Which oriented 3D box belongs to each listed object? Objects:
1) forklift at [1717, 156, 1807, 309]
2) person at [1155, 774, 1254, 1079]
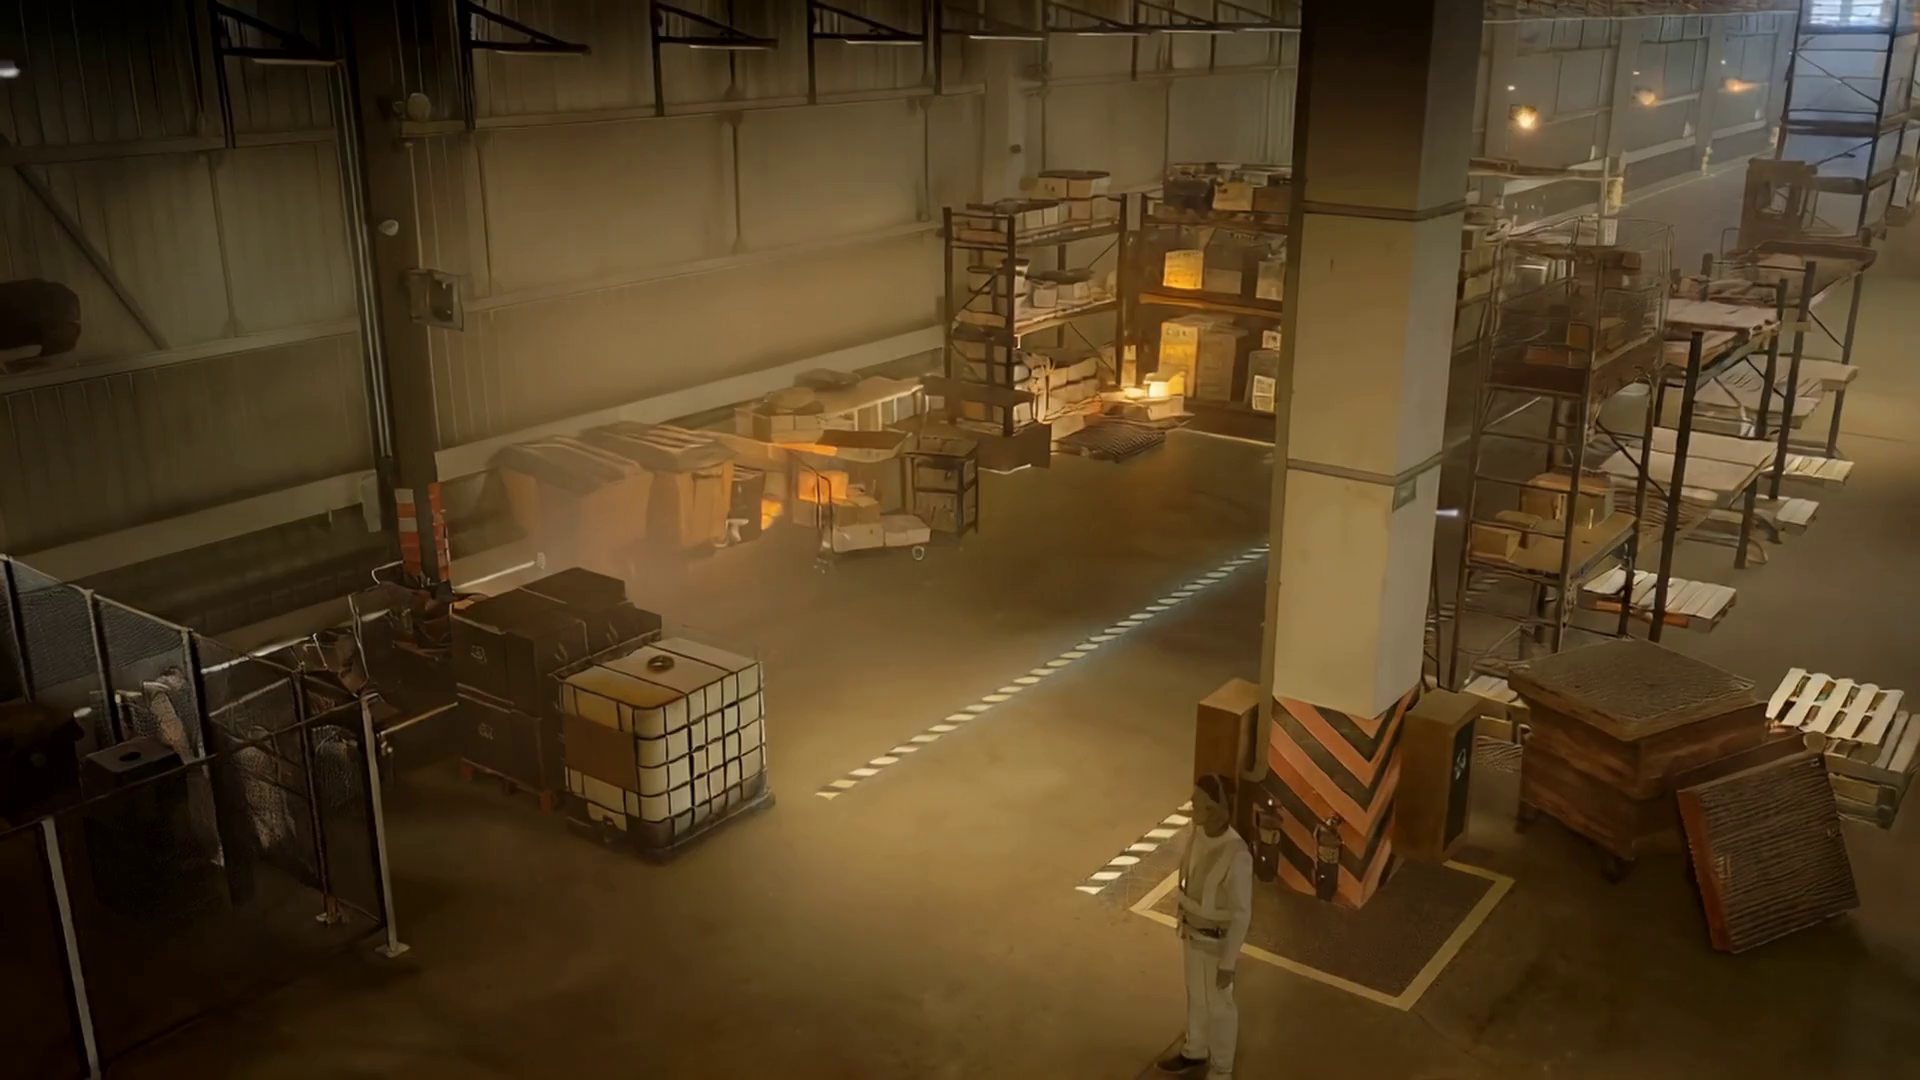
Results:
[{"bbox_3d":[15.187,-5.775,31.294,1.129,2.768,1.873,13,22,34],"label":"forklift"},{"bbox_3d":[1.307,2.095,8.787,0.356,1.882,0.575,-7,19,-20],"label":"person"}]
